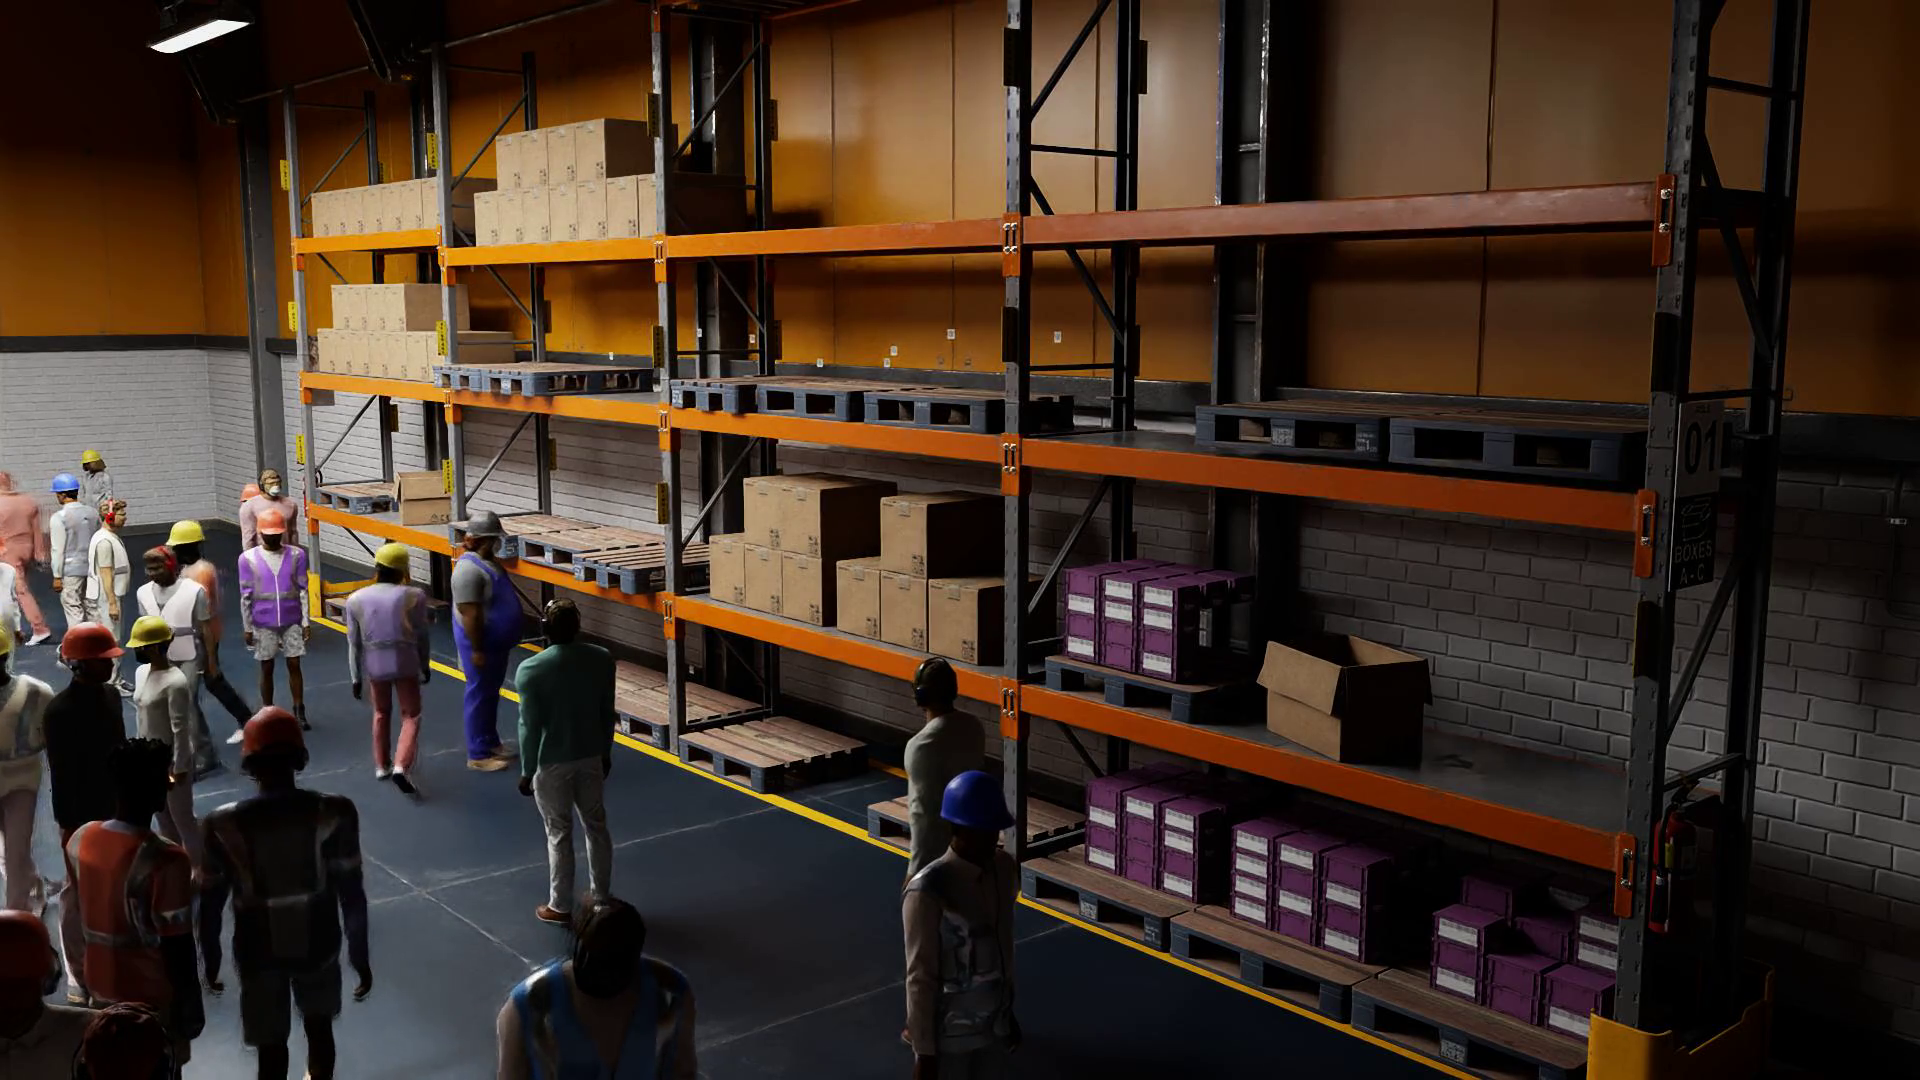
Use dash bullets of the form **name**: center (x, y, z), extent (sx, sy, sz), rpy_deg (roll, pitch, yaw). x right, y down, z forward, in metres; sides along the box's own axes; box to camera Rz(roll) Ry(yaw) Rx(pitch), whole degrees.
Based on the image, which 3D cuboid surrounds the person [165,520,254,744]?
- **person**: center (-6.190, 0.768, 13.543), extent (0.889, 1.890, 0.599), rpy_deg (-6, 10, -37)

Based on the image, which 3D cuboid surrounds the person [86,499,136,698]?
- **person**: center (-7.812, 0.541, 15.298), extent (0.393, 1.836, 0.560), rpy_deg (-3, 9, -22)

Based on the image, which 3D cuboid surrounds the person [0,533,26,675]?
- **person**: center (-8.140, 0.768, 14.018), extent (0.335, 1.746, 0.562), rpy_deg (3, 9, 20)

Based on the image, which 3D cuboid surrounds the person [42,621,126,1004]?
- **person**: center (-4.525, 1.407, 8.723), extent (0.394, 1.994, 0.612), rpy_deg (0, 8, 0)

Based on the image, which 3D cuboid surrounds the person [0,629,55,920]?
- **person**: center (-5.397, 1.379, 9.399), extent (0.583, 1.870, 1.034), rpy_deg (-1, 8, -9)

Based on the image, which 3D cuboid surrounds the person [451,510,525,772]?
- **person**: center (-3.672, 0.769, 13.001), extent (0.536, 2.000, 0.688), rpy_deg (0, 8, 0)

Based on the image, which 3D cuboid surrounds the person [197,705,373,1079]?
- **person**: center (-2.805, 1.677, 6.904), extent (0.638, 1.975, 1.059), rpy_deg (-4, 9, -23)

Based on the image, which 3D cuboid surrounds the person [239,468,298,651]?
- **person**: center (-7.064, 0.229, 17.105), extent (0.376, 1.940, 0.627), rpy_deg (6, 10, 35)

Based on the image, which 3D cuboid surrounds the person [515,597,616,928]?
- **person**: center (-2.296, 1.291, 9.726), extent (0.627, 1.940, 0.376), rpy_deg (-7, 11, -41)

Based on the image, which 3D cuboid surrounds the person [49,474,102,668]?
- **person**: center (-8.828, 0.302, 16.606), extent (0.411, 1.938, 0.610), rpy_deg (2, 8, 12)

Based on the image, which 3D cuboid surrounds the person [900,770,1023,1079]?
- **person**: center (0.028, 1.797, 6.177), extent (0.406, 1.948, 0.605), rpy_deg (6, 10, 36)

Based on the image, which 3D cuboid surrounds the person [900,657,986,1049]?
- **person**: center (-0.087, 1.525, 8.106), extent (0.376, 1.937, 0.629), rpy_deg (4, 9, 26)

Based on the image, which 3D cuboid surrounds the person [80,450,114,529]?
- **person**: center (-11.201, -0.312, 21.591), extent (0.489, 1.731, 0.325), rpy_deg (3, 9, 20)

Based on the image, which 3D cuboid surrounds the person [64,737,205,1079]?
- **person**: center (-3.228, 1.738, 6.572), extent (0.608, 1.961, 0.369), rpy_deg (4, 9, 25)

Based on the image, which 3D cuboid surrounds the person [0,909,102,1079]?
- **person**: center (-2.625, 1.991, 4.711), extent (0.617, 1.986, 0.408), rpy_deg (-4, 9, -24)

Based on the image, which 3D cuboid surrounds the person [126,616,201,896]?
- **person**: center (-4.865, 1.322, 10.142), extent (0.518, 1.757, 0.335), rpy_deg (7, 11, 39)

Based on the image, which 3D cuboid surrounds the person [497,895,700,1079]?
- **person**: center (-1.155, 1.985, 5.329), extent (0.649, 1.818, 0.497), rpy_deg (-4, 9, -25)

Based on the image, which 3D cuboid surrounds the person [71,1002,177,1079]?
- **person**: center (-2.110, 2.109, 4.280), extent (0.577, 1.877, 0.341), rpy_deg (-4, 9, -24)

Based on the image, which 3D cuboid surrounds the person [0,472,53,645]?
- **person**: center (-10.082, 0.195, 17.703), extent (1.025, 1.850, 0.652), rpy_deg (3, 9, 20)

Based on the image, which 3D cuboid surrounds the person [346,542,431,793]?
- **person**: center (-4.254, 0.940, 12.402), extent (0.585, 1.871, 0.831), rpy_deg (-1, 8, -5)

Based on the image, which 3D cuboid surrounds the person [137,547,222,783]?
- **person**: center (-5.966, 0.947, 12.608), extent (0.607, 1.804, 0.763), rpy_deg (3, 9, 18)

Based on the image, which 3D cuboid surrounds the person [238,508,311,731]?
- **person**: center (-5.760, 0.683, 14.020), extent (0.547, 1.925, 0.391), rpy_deg (-5, 9, -30)
